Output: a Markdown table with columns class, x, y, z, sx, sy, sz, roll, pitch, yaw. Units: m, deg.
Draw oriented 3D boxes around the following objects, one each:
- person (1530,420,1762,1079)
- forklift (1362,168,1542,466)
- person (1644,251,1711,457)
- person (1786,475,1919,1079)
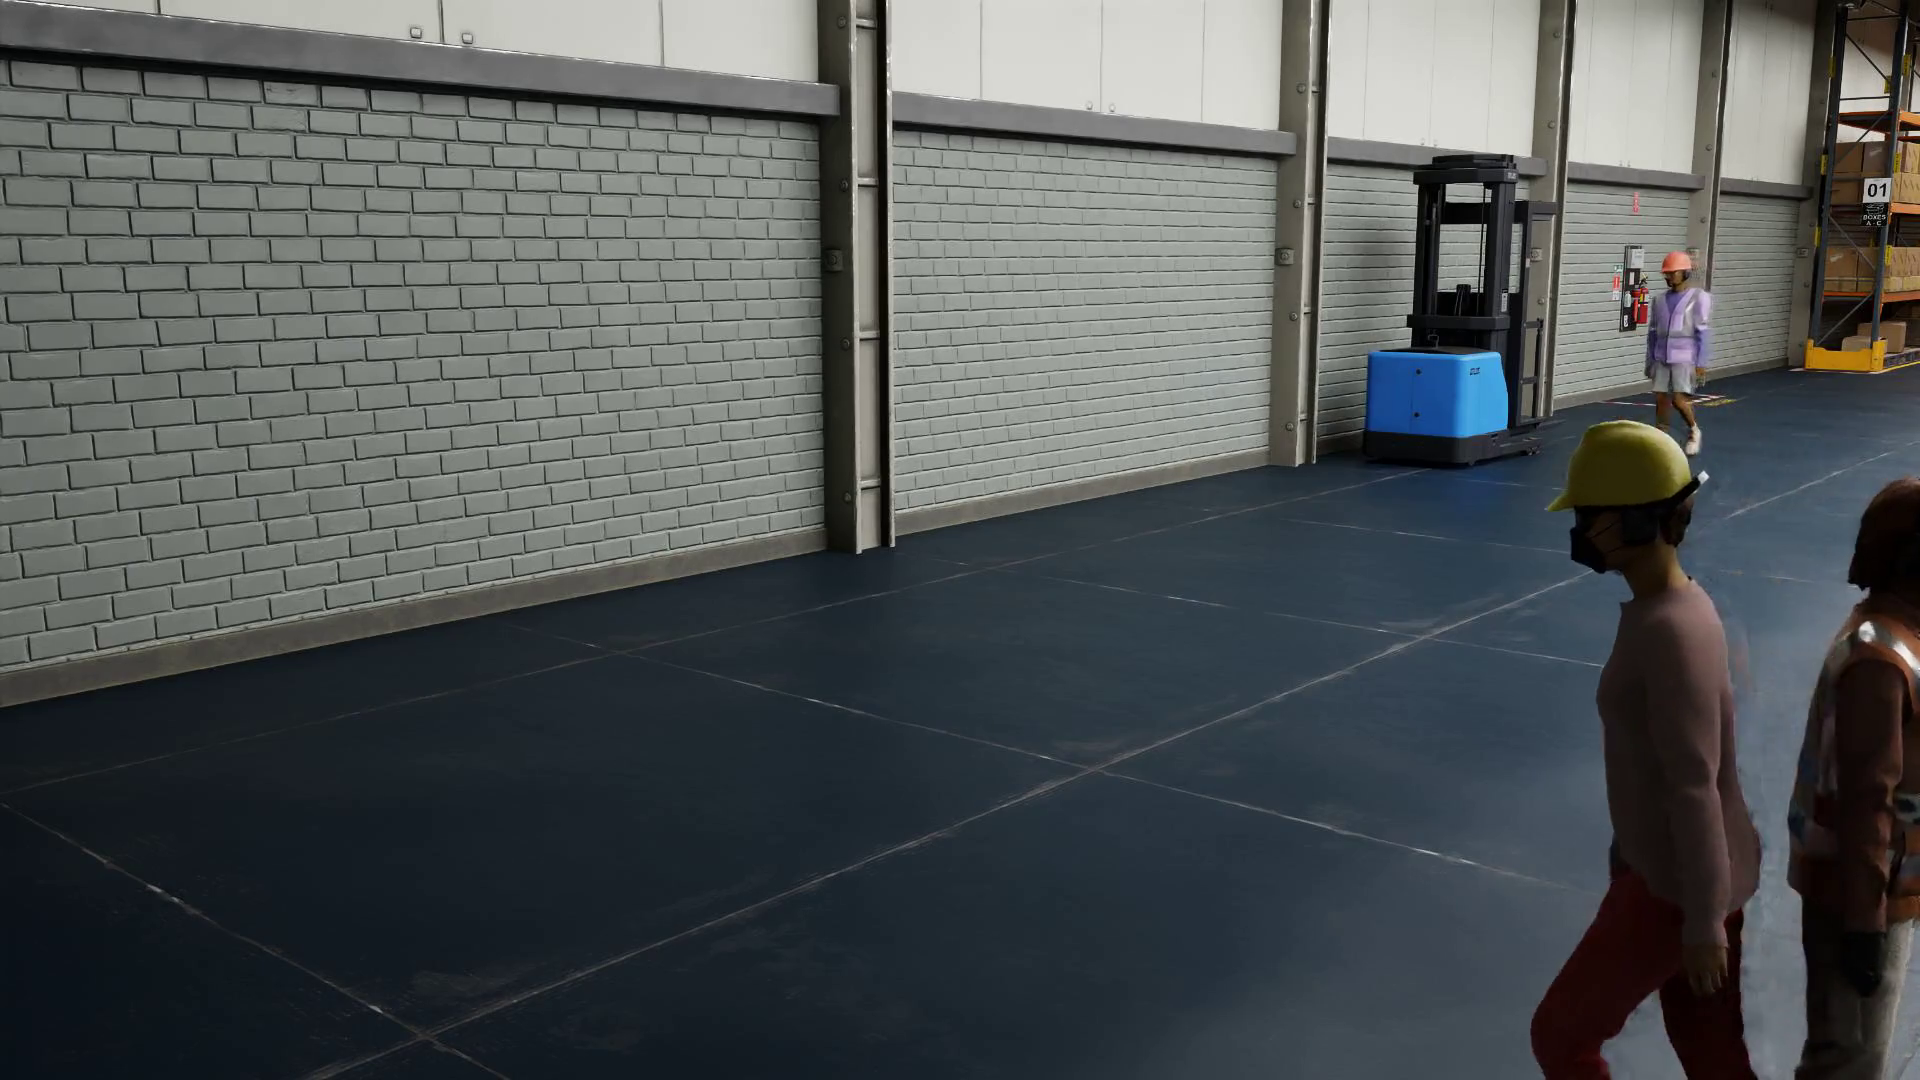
| class | x | y | z | sx | sy | sz | roll | pitch | yaw |
| --- | --- | --- | --- | --- | --- | --- | --- | --- | --- |
| person | 1.324 | 0.641 | 3.194 | 0.688 | 1.725 | 0.537 | 4 | 11 | 23 |
| forklift | 4.875 | -2.212 | 16.287 | 1.129 | 2.768 | 1.873 | 8 | 13 | 40 |
| person | 6.867 | -1.742 | 15.922 | 0.540 | 2.025 | 0.620 | -6 | 12 | -31 |
| person | 1.768 | 0.685 | 3.228 | 0.316 | 1.635 | 0.523 | 7 | 12 | 34 |
